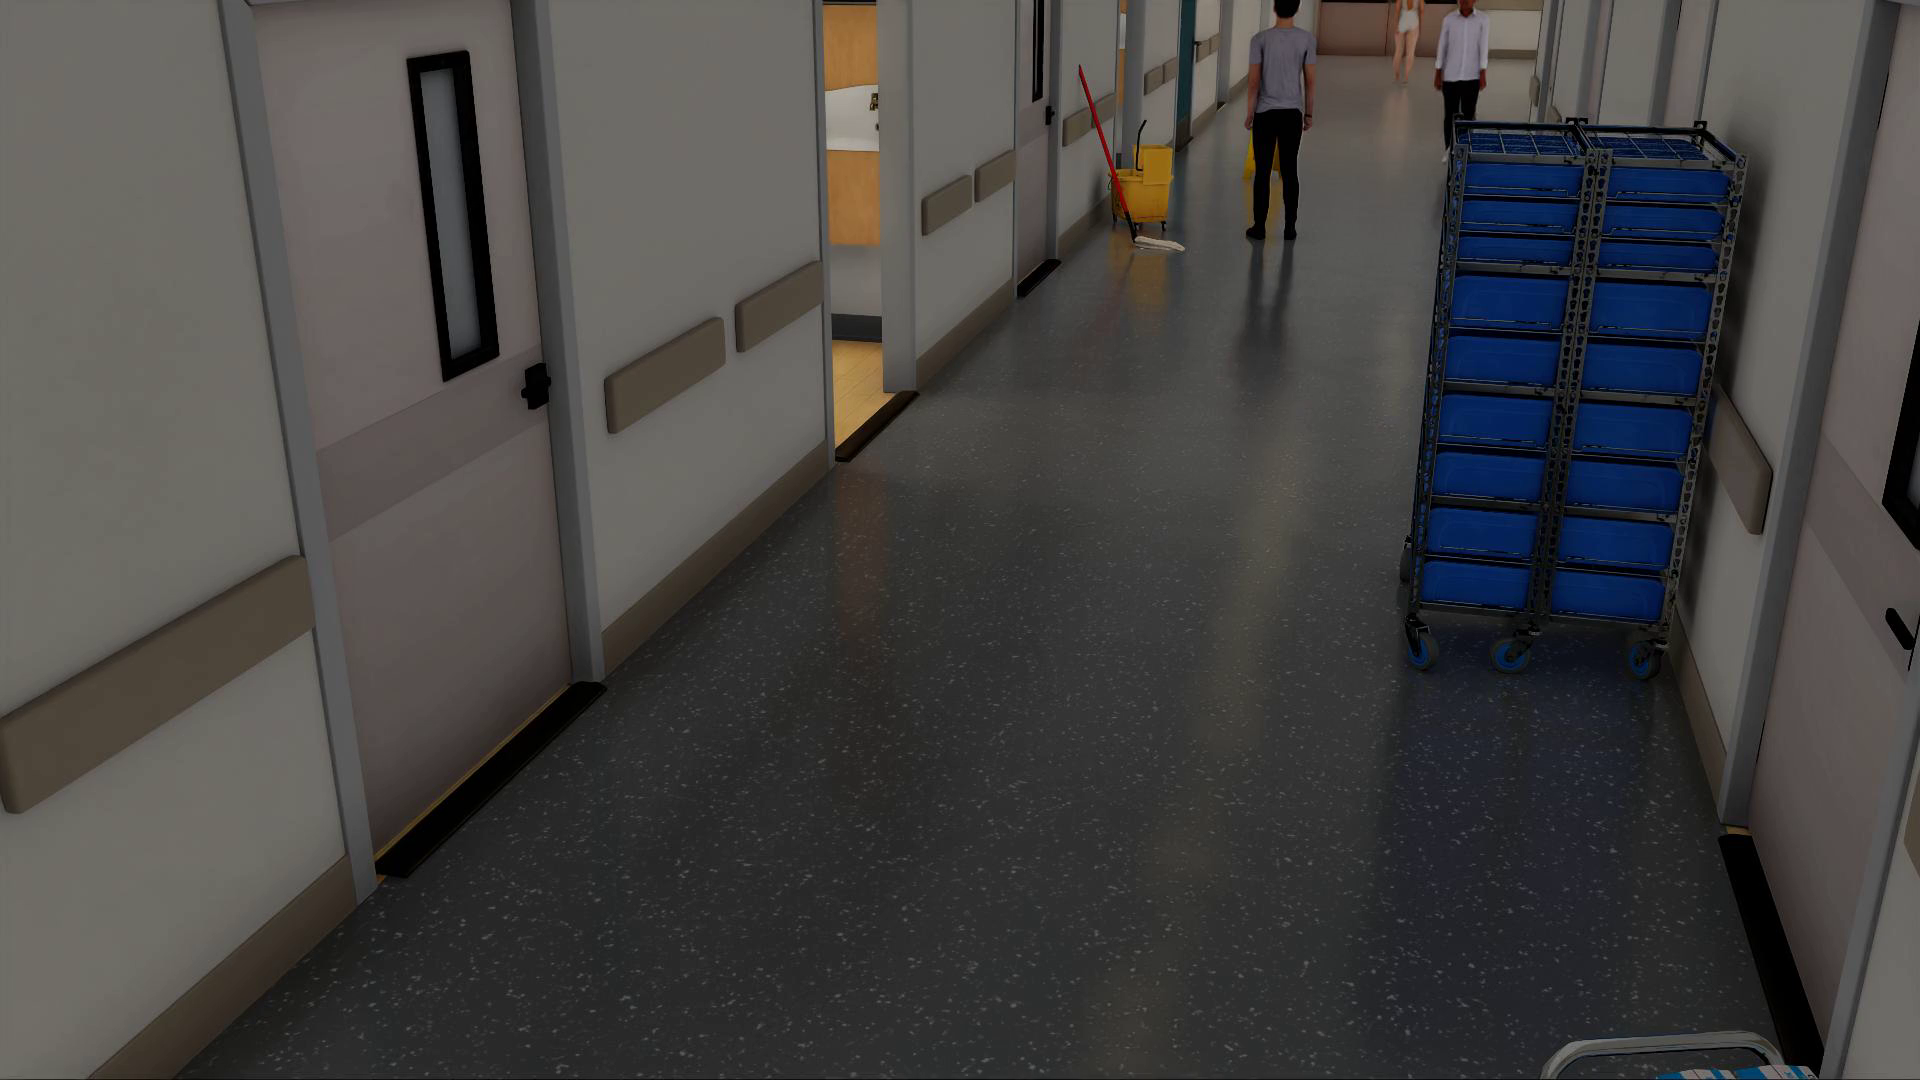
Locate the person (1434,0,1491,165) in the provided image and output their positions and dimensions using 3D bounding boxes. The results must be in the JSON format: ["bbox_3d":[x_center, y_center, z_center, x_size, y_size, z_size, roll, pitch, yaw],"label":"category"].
[{"bbox_3d":[5.025,-4.686,16.645,0.670,1.801,0.658,7,22,17],"label":"person"}]

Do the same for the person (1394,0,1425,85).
[{"bbox_3d":[6.494,-7.409,24.119,0.540,1.599,1.020,6,21,14],"label":"person"}]

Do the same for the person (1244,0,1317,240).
[{"bbox_3d":[2.449,-3.265,12.807,0.721,1.862,0.625,0,21,1],"label":"person"}]
